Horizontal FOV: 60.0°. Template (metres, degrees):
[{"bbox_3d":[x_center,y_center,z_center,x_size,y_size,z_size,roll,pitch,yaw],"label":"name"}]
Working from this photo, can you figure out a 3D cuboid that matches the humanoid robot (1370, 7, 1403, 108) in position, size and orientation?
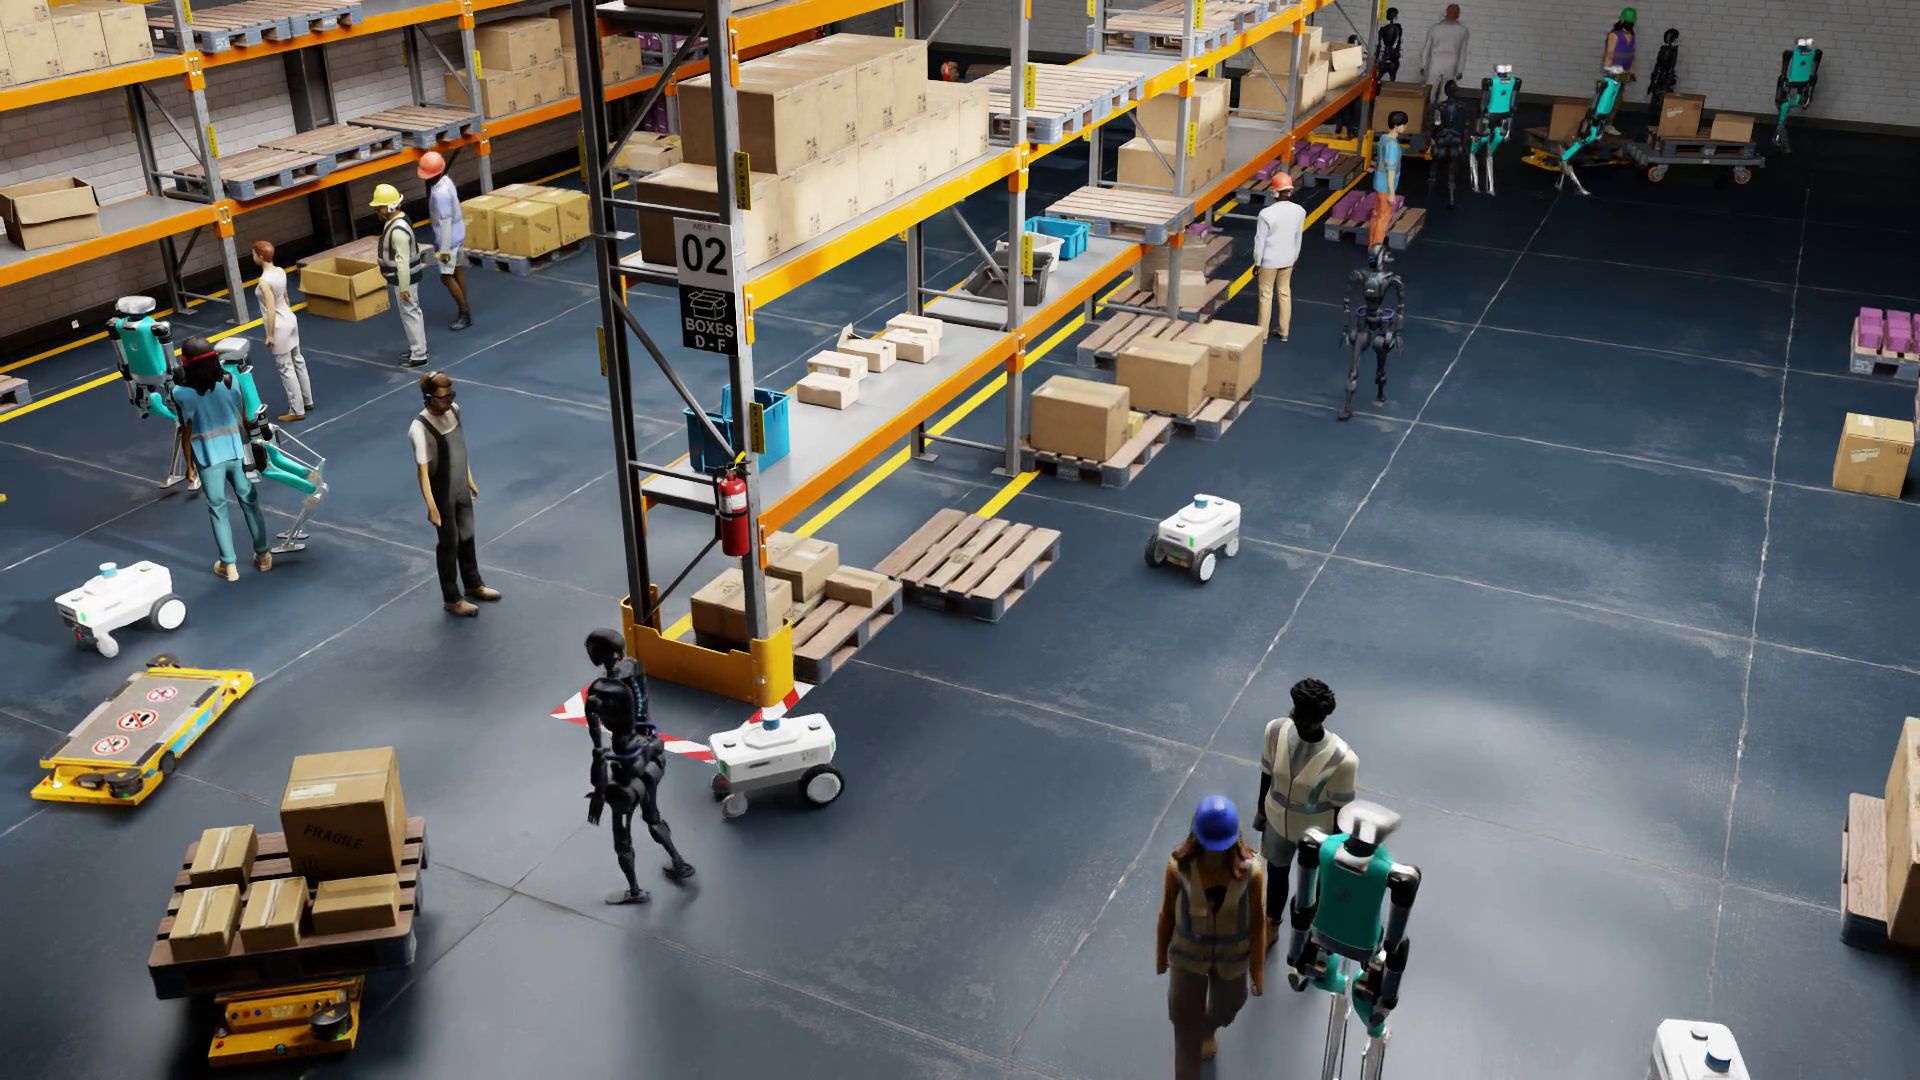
[{"bbox_3d":[6.972,-7.806,27.018,0.584,1.634,0.779,-17,31,-31],"label":"humanoid robot"}]

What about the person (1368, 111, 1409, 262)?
[{"bbox_3d":[5.005,-4.133,19.450,0.339,1.758,0.502,1,26,1],"label":"person"}]

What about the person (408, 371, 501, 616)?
[{"bbox_3d":[-3.583,-0.329,11.684,0.365,1.834,0.519,8,28,16],"label":"person"}]

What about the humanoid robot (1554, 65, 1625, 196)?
[{"bbox_3d":[8.288,-5.510,22.249,0.581,1.733,0.913,-20,33,-35],"label":"humanoid robot"}]

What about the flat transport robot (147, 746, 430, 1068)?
[{"bbox_3d":[-3.373,2.101,8.533,0.659,0.231,1.431,-5,27,-10],"label":"flat transport robot"}]

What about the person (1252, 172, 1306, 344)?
[{"bbox_3d":[3.205,-2.867,16.910,0.555,1.744,0.341,-13,29,-24],"label":"person"}]

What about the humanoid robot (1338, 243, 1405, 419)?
[{"bbox_3d":[3.757,-1.907,15.103,0.608,1.628,0.773,13,29,25],"label":"humanoid robot"}]

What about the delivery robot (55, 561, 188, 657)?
[{"bbox_3d":[-5.845,0.435,11.564,0.512,0.584,0.740,16,30,29],"label":"delivery robot"}]

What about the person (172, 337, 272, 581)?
[{"bbox_3d":[-5.405,-0.593,12.177,0.523,1.866,0.390,-20,32,-34],"label":"person"}]

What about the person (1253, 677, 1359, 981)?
[{"bbox_3d":[1.700,1.424,8.295,0.532,1.693,0.320,22,34,38],"label":"person"}]

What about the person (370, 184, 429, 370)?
[{"bbox_3d":[-5.443,-2.566,16.217,0.403,1.824,0.594,-7,27,-15],"label":"person"}]

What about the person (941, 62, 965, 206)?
[{"bbox_3d":[-0.162,-5.300,21.702,0.381,1.848,0.569,12,29,23],"label":"person"}]

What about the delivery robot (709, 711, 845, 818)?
[{"bbox_3d":[-1.086,1.291,9.857,0.795,0.602,0.499,-10,28,-19],"label":"delivery robot"}]

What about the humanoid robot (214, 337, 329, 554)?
[{"bbox_3d":[-5.053,-0.703,12.397,0.735,1.674,0.533,-2,26,-4],"label":"humanoid robot"}]

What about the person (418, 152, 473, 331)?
[{"bbox_3d":[-5.316,-3.145,17.328,0.334,1.890,0.747,-2,26,-4],"label":"person"}]

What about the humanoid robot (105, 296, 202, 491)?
[{"bbox_3d":[-6.377,-1.237,13.470,0.533,1.679,0.735,5,27,9],"label":"humanoid robot"}]

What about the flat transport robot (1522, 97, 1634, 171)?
[{"bbox_3d":[8.883,-5.509,23.906,1.431,0.231,0.659,-9,28,-17],"label":"flat transport robot"}]

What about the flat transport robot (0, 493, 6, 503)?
[{"bbox_3d":[-8.362,-0.150,13.082,0.659,0.231,1.431,10,28,19],"label":"flat transport robot"}]

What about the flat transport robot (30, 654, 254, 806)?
[{"bbox_3d":[-5.088,1.173,10.408,0.659,0.231,1.431,3,26,6],"label":"flat transport robot"}]

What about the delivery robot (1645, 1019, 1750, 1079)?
[{"bbox_3d":[3.321,2.519,7.385,0.499,0.609,0.805,4,27,7],"label":"delivery robot"}]

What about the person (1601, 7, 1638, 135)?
[{"bbox_3d":[10.048,-7.099,25.262,0.584,1.909,0.583,-17,31,-30],"label":"person"}]

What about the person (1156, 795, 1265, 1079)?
[{"bbox_3d":[1.107,1.826,7.423,0.464,1.746,0.817,0,26,1],"label":"person"}]

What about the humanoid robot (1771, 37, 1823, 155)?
[{"bbox_3d":[12.089,-6.488,24.262,0.562,1.740,1.039,2,26,5],"label":"humanoid robot"}]

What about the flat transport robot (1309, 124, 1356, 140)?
[{"bbox_3d":[5.270,-6.100,25.101,1.431,0.231,0.659,4,27,8],"label":"flat transport robot"}]

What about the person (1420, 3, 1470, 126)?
[{"bbox_3d":[7.483,-7.324,25.758,0.677,1.876,0.735,7,27,13],"label":"person"}]

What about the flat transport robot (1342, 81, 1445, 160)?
[{"bbox_3d":[6.383,-5.810,24.514,1.431,0.231,0.659,10,28,19],"label":"flat transport robot"}]

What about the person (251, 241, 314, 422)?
[{"bbox_3d":[-6.146,-1.891,15.025,0.270,1.659,0.459,1,26,2],"label":"person"}]

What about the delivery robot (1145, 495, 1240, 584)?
[{"bbox_3d":[1.784,-0.036,12.546,0.499,0.610,0.788,21,33,36],"label":"delivery robot"}]

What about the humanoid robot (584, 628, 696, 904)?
[{"bbox_3d":[-1.707,1.203,8.776,0.422,1.652,0.603,10,28,19],"label":"humanoid robot"}]

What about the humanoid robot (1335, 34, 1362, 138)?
[{"bbox_3d":[5.737,-6.614,24.549,0.409,1.647,0.591,14,30,26],"label":"humanoid robot"}]

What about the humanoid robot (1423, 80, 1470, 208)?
[{"bbox_3d":[6.338,-5.151,21.626,0.593,1.634,0.618,0,26,1],"label":"humanoid robot"}]

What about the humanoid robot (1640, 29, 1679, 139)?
[{"bbox_3d":[10.533,-6.830,24.979,0.328,1.650,0.586,-2,26,-4],"label":"humanoid robot"}]

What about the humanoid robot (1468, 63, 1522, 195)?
[{"bbox_3d":[7.049,-5.494,22.203,0.531,1.778,0.681,-3,27,-7],"label":"humanoid robot"}]

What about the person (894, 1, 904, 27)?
[{"bbox_3d":[-1.009,-9.506,30.218,0.366,1.835,0.501,12,29,22],"label":"person"}]

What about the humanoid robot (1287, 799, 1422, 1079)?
[{"bbox_3d":[1.780,1.851,7.394,0.540,1.811,0.663,18,31,31],"label":"humanoid robot"}]
